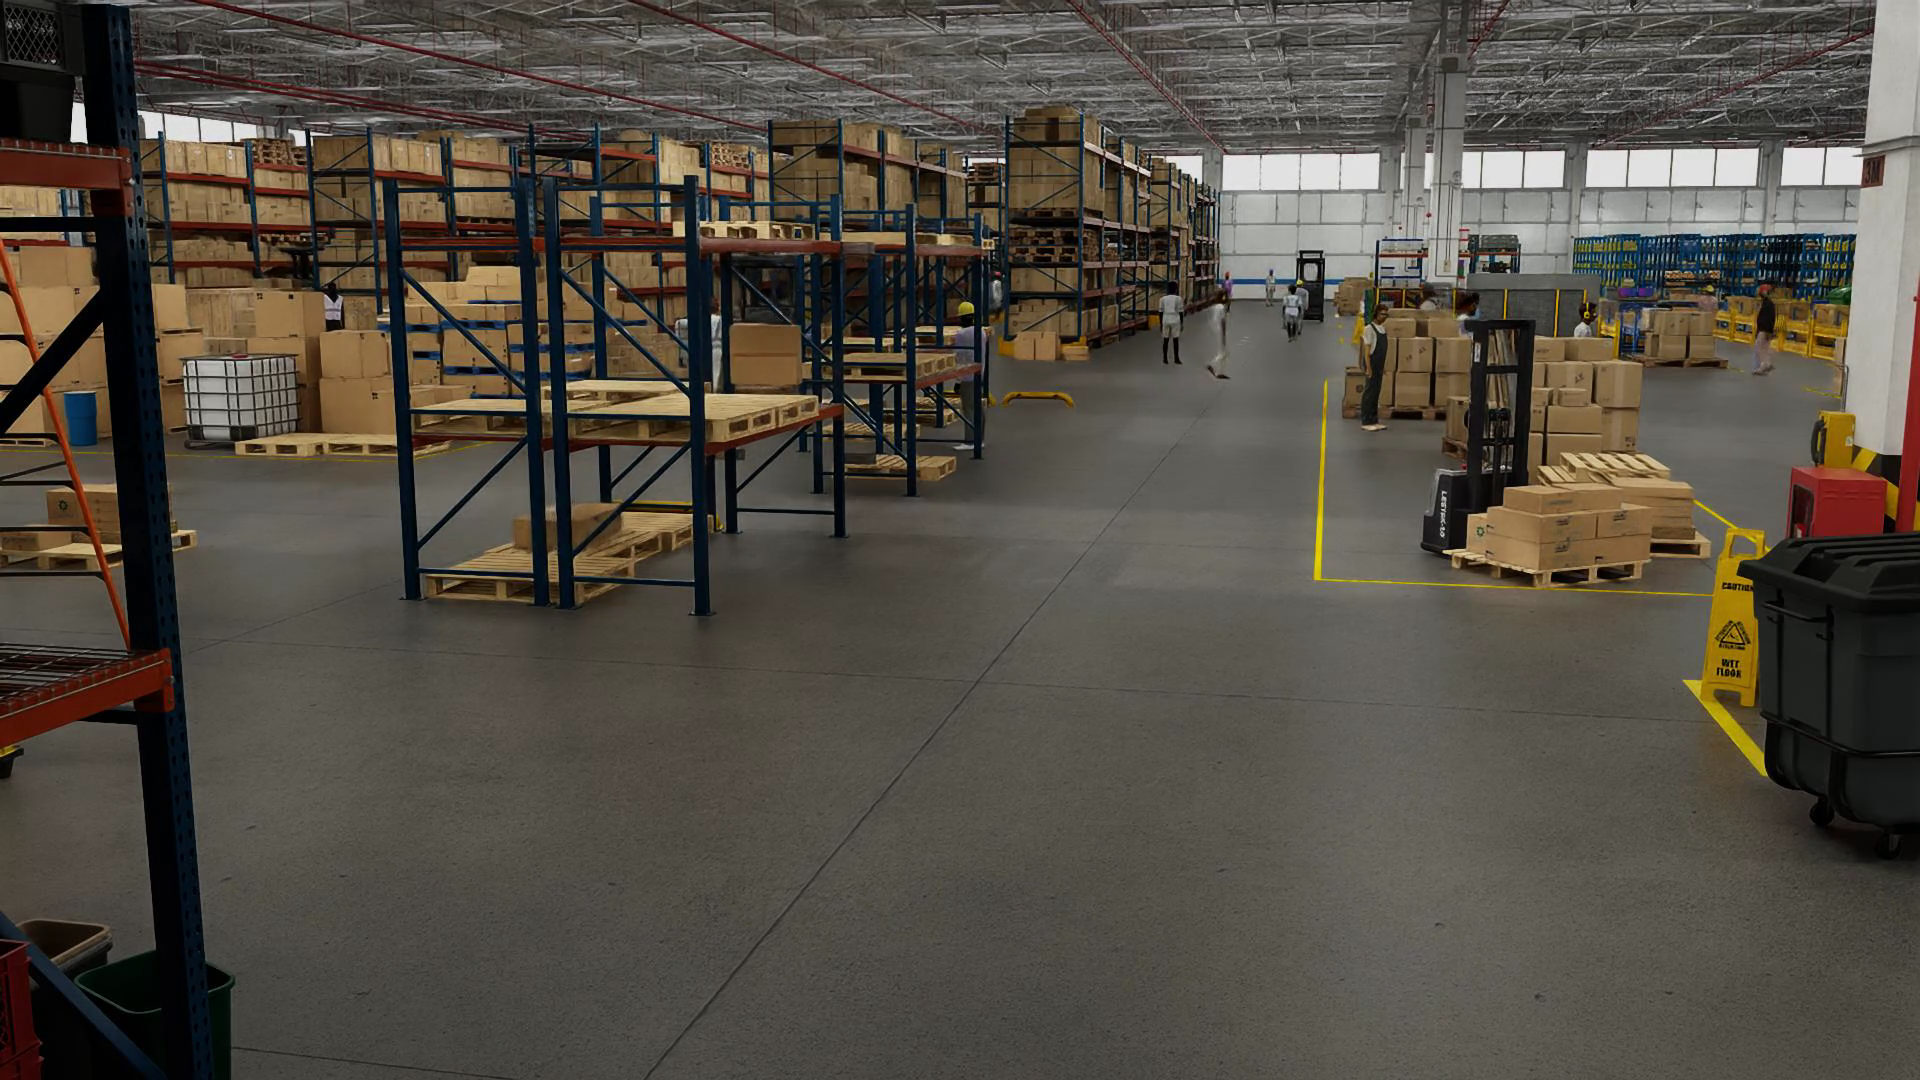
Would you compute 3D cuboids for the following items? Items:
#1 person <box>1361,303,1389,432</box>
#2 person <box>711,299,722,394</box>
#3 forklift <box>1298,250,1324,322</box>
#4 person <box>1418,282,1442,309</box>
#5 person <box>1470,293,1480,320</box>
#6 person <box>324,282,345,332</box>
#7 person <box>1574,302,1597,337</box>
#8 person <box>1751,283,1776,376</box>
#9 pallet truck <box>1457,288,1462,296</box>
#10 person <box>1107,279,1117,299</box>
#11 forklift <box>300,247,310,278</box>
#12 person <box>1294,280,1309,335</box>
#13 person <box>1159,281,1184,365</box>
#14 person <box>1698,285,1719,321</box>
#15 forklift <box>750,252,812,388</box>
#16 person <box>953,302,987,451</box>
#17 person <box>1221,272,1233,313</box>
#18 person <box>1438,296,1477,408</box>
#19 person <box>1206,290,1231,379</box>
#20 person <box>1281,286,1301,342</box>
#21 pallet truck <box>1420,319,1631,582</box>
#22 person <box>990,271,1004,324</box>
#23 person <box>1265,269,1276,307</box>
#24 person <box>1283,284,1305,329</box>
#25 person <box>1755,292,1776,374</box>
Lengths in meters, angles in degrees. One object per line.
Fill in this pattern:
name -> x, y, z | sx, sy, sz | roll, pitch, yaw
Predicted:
person -> 6.003, -2.488, 24.017 | 0.345, 1.840, 0.504 | 8, 12, 40
person -> -4.100, -3.094, 27.665 | 0.596, 1.824, 1.001 | 2, 10, 9
forklift -> 13.778, -10.002, 65.433 | 1.129, 2.768, 1.873 | 2, 10, 12
person -> 9.343, -4.166, 33.360 | 0.547, 2.000, 0.707 | 8, 12, 38
person -> 12.353, -5.098, 39.996 | 0.539, 1.647, 0.878 | -8, 13, -40
person -> -15.462, -5.391, 41.017 | 0.592, 1.910, 0.386 | -9, 13, -41
person -> 8.836, -2.423, 23.542 | 0.328, 1.872, 0.514 | 2, 10, 10
person -> 17.031, -4.447, 35.262 | 0.430, 1.964, 0.615 | 5, 11, 25
pallet truck -> 20.506, -9.785, 68.819 | 0.653, 1.274, 1.630 | 2, 10, 12
person -> 7.395, -12.231, 81.830 | 0.633, 1.802, 0.870 | 4, 10, 22
forklift -> -19.426, -7.455, 50.353 | 1.129, 2.768, 1.873 | 2, 10, 12
person -> 11.124, -7.634, 54.601 | 0.620, 1.791, 0.904 | 1, 10, 7
person -> 4.971, -5.093, 39.069 | 0.603, 1.966, 0.367 | 5, 11, 25
person -> 21.175, -6.342, 47.095 | 0.551, 1.752, 0.365 | 3, 10, 17
forklift -> -3.407, -4.151, 30.786 | 1.129, 2.768, 1.873 | 2, 10, 12
person -> 0.115, -2.116, 21.566 | 0.383, 1.924, 0.589 | 7, 12, 35
person -> 12.352, -11.455, 76.932 | 0.546, 1.915, 0.884 | 2, 10, 9
person -> 8.284, -3.101, 27.556 | 0.916, 1.880, 0.618 | 2, 10, 13
person -> 5.377, -4.235, 34.328 | 0.449, 1.852, 0.544 | -1, 10, -6
person -> 9.979, -6.805, 50.101 | 0.547, 1.645, 0.855 | 1, 10, 3
pallet truck -> 4.543, -0.757, 13.299 | 0.823, 1.965, 1.885 | -4, 10, -22
person -> 1.470, -9.255, 63.567 | 0.438, 2.018, 0.669 | -3, 10, -19
person -> 16.260, -13.186, 87.043 | 0.616, 1.945, 0.398 | -5, 11, -26
person -> 11.819, -8.245, 58.801 | 0.817, 1.591, 0.530 | 3, 10, 17
person -> 17.348, -4.436, 35.774 | 0.525, 1.769, 0.315 | -7, 12, -35
